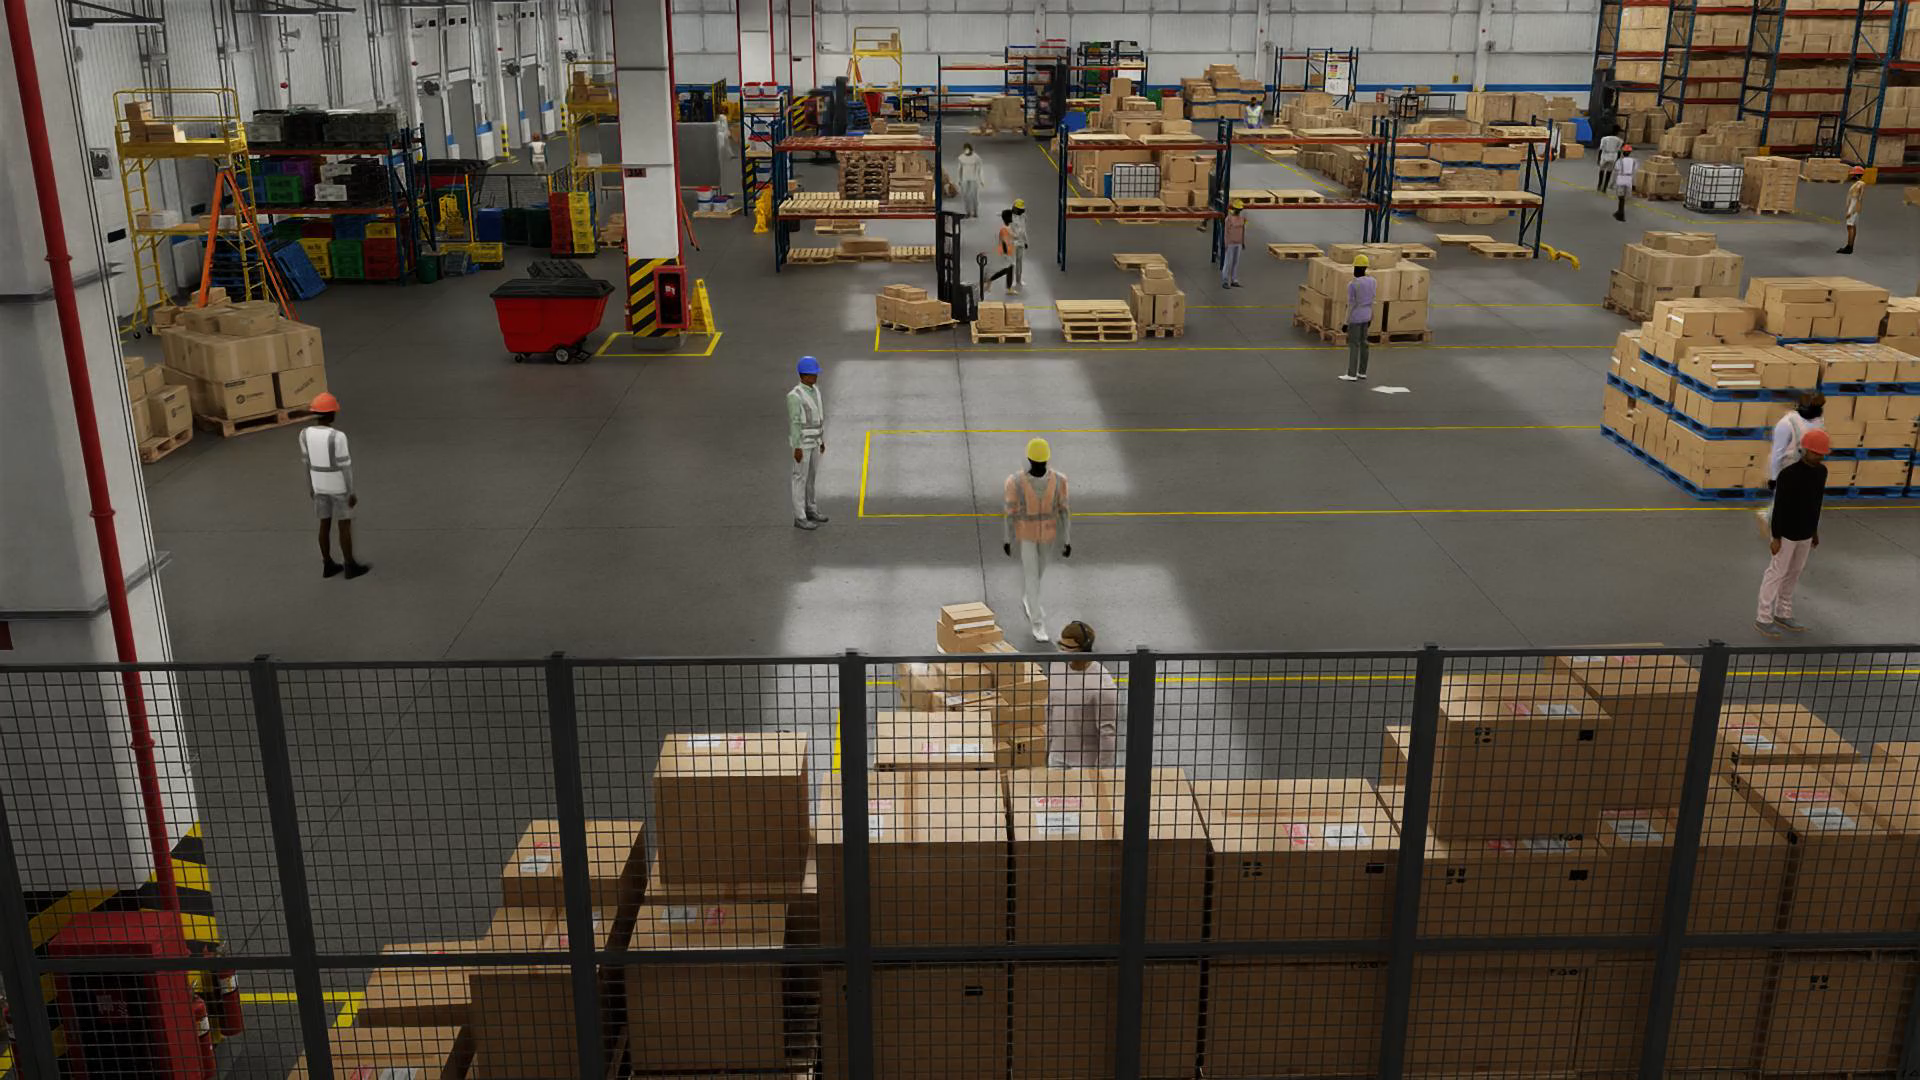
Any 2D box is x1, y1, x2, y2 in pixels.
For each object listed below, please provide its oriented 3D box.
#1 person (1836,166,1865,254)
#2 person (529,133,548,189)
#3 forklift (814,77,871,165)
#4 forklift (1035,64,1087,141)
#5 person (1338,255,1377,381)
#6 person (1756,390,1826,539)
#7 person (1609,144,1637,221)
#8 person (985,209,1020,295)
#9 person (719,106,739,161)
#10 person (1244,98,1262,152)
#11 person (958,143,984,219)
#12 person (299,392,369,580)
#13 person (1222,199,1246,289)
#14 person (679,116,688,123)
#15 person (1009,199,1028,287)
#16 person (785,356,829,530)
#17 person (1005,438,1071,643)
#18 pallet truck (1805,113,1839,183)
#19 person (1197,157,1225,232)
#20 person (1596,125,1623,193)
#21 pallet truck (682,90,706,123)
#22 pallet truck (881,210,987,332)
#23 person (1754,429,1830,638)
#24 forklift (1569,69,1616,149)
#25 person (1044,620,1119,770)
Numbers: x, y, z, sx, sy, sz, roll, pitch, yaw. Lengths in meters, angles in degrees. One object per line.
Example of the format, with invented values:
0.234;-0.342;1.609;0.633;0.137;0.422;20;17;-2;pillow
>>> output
19.980;-7.391;37.246;0.361;1.940;0.543;14;23;37;person
-12.374;-11.136;48.841;0.537;1.617;0.565;-3;19;-8;person
-3.904;-13.911;55.138;1.873;2.768;1.129;-1;19;-1;forklift
3.847;-16.578;63.051;1.873;2.768;1.129;-1;19;-2;forklift
6.070;-3.387;25.386;0.585;1.928;0.368;-14;23;-35;person
8.819;-0.733;17.676;0.643;1.817;0.608;-8;20;-23;person
16.884;-9.136;42.473;0.564;1.899;0.883;-2;19;-7;person
0.835;-5.579;32.256;0.594;1.681;0.543;5;19;14;person
-7.967;-13.772;56.344;0.861;1.840;0.600;-4;19;-10;person
10.481;-14.895;59.636;0.602;1.866;0.981;7;20;20;person
0.263;-9.209;42.693;0.764;1.893;0.873;7;20;20;person
-6.397;-0.554;16.968;0.551;1.934;0.373;5;19;15;person
5.468;-5.889;33.063;0.526;1.765;0.329;-12;22;-31;person
-8.406;-12.005;50.937;0.372;1.940;0.631;-5;19;-15;person
1.157;-5.939;33.256;0.484;1.736;0.308;-14;23;-36;person
-1.701;-1.097;18.560;0.389;1.949;0.602;8;20;22;person
0.724;-0.065;15.614;0.603;1.882;0.979;-5;19;-13;person
26.403;-11.957;50.702;0.823;1.965;1.885;6;19;16;pallet truck
6.178;-8.391;40.434;0.536;1.791;0.973;18;25;42;person
18.663;-10.947;47.801;0.632;1.935;0.495;7;20;21;person
-9.671;-15.907;62.421;0.823;1.965;1.885;5;19;15;pallet truck
-0.493;-4.759;29.349;1.885;1.965;0.823;-13;23;-34;pallet truck
7.778;-0.073;15.454;0.617;1.990;0.393;-9;21;-25;person
23.131;-15.583;60.100;1.129;2.768;1.873;-15;24;-37;forklift
0.775;1.443;11.042;0.372;1.940;0.630;-14;23;-35;person
